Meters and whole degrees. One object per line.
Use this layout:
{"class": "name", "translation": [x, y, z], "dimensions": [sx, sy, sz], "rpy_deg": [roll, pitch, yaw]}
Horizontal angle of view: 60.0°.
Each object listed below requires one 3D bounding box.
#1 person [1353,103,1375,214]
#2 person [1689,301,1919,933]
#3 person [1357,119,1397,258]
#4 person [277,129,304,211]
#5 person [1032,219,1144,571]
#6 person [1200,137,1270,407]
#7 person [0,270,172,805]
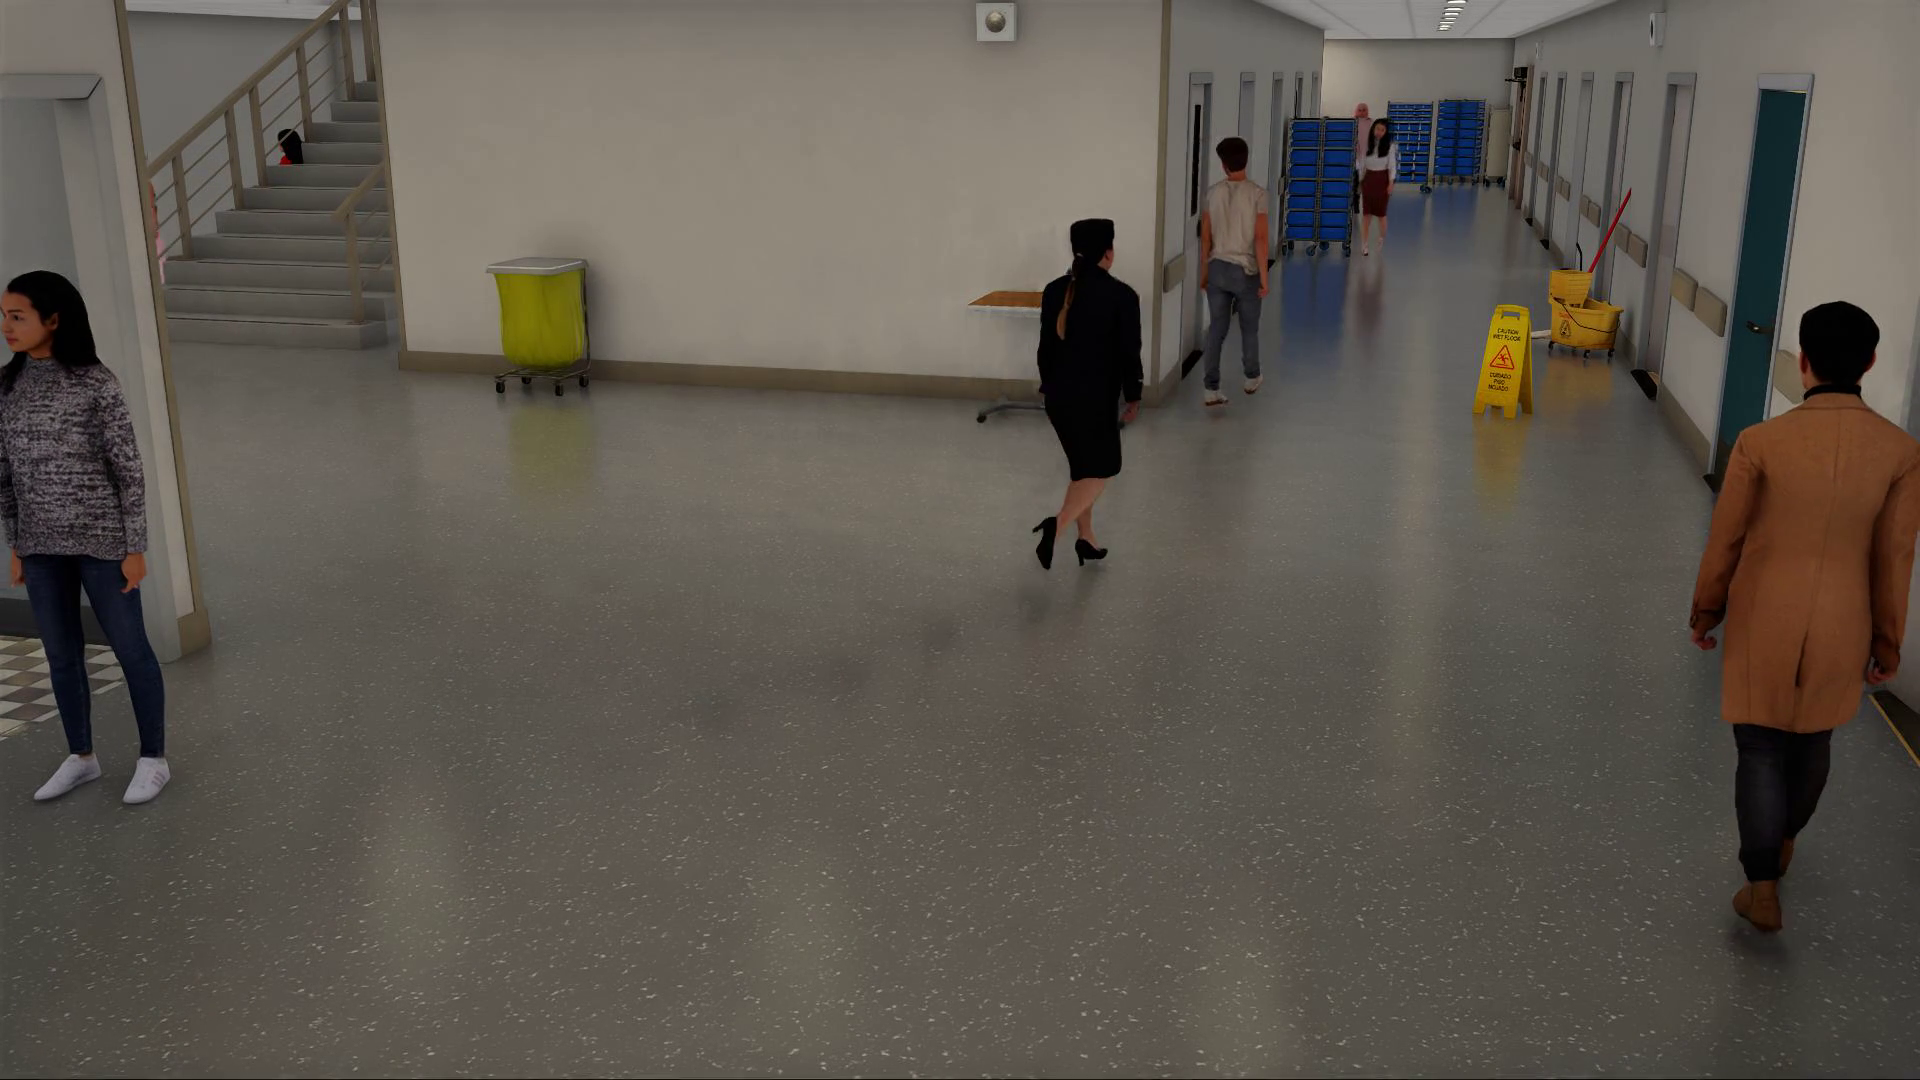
{"class": "person", "translation": [6.709, -6.388, 27.895], "dimensions": [0.738, 1.788, 1.016], "rpy_deg": [1, 16, 5]}
{"class": "person", "translation": [2.258, 0.240, 4.473], "dimensions": [0.692, 1.699, 0.957], "rpy_deg": [5, 17, 18]}
{"class": "person", "translation": [5.320, -4.459, 21.213], "dimensions": [0.726, 1.701, 1.159], "rpy_deg": [8, 18, 26]}
{"class": "person", "translation": [-6.897, -3.387, 17.323], "dimensions": [0.710, 1.748, 0.588], "rpy_deg": [2, 16, 6]}
{"class": "person", "translation": [0.543, -0.620, 7.683], "dimensions": [0.917, 1.653, 1.072], "rpy_deg": [11, 19, 35]}
{"class": "person", "translation": [1.864, -1.815, 11.590], "dimensions": [0.859, 1.834, 1.259], "rpy_deg": [8, 18, 26]}
{"class": "person", "translation": [-2.828, 0.000, 5.343], "dimensions": [0.641, 1.731, 0.570], "rpy_deg": [1, 16, 5]}
